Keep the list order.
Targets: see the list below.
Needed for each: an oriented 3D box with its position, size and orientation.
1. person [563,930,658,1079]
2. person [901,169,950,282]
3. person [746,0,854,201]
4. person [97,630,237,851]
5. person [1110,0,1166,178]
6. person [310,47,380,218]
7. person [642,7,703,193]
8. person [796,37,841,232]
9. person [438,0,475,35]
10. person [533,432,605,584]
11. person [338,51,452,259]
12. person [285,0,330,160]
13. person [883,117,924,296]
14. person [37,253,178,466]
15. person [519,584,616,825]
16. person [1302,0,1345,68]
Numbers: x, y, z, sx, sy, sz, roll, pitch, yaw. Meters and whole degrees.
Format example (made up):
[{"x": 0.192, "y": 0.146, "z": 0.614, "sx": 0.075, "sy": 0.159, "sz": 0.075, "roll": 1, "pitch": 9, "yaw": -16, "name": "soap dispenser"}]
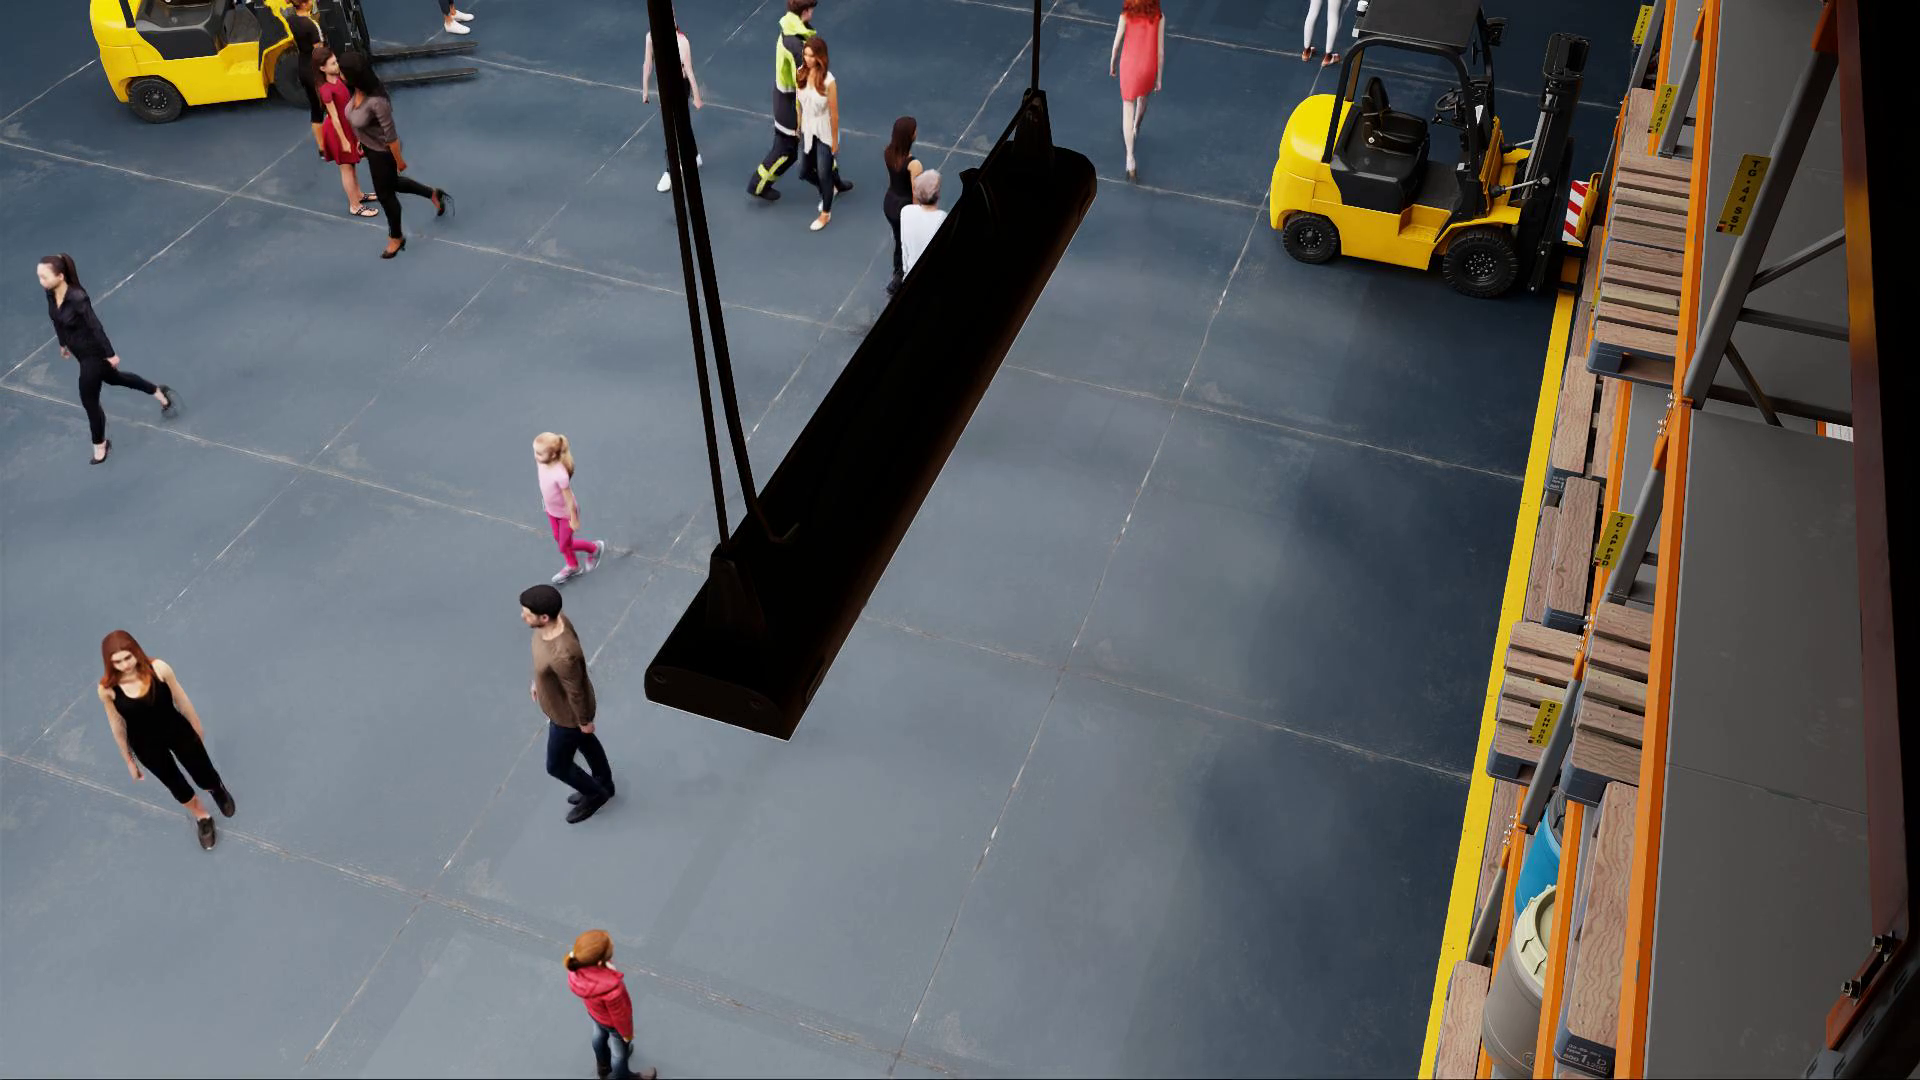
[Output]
[{"x": -1.810, "y": 2.415, "z": 8.500, "sx": 0.617, "sy": 1.314, "sz": 0.590, "roll": -32, "pitch": 52, "yaw": -29, "name": "person"}, {"x": -0.247, "y": -1.921, "z": 12.649, "sx": 0.727, "sy": 1.871, "sz": 1.103, "roll": 18, "pitch": 47, "yaw": 18, "name": "person"}, {"x": -1.533, "y": -3.810, "z": 14.592, "sx": 1.208, "sy": 1.925, "sz": 1.296, "roll": -5, "pitch": 44, "yaw": -5, "name": "person"}, {"x": -4.599, "y": 1.093, "z": 9.597, "sx": 0.737, "sy": 1.716, "sz": 0.797, "roll": -17, "pitch": 46, "yaw": -18, "name": "person"}, {"x": 1.602, "y": -4.154, "z": 15.061, "sx": 0.857, "sy": 1.777, "sz": 1.188, "roll": 2, "pitch": 44, "yaw": 2, "name": "person"}, {"x": -5.456, "y": -3.613, "z": 14.655, "sx": 0.720, "sy": 1.553, "sz": 0.657, "roll": -5, "pitch": 44, "yaw": -5, "name": "person"}, {"x": -2.510, "y": -4.057, "z": 14.998, "sx": 0.785, "sy": 1.722, "sz": 0.952, "roll": 25, "pitch": 49, "yaw": 24, "name": "person"}, {"x": -1.177, "y": -3.553, "z": 14.430, "sx": 0.681, "sy": 1.777, "sz": 0.737, "roll": 25, "pitch": 49, "yaw": 24, "name": "person"}, {"x": -5.357, "y": -6.149, "z": 17.132, "sx": 0.723, "sy": 1.808, "sz": 0.573, "roll": -2, "pitch": 44, "yaw": -3, "name": "person"}, {"x": -2.668, "y": -0.239, "z": 11.323, "sx": 0.721, "sy": 1.264, "sz": 0.631, "roll": -33, "pitch": 53, "yaw": -30, "name": "person"}, {"x": -4.840, "y": -3.334, "z": 14.174, "sx": 1.130, "sy": 1.813, "sz": 0.998, "roll": -31, "pitch": 52, "yaw": -28, "name": "person"}, {"x": -5.937, "y": -4.232, "z": 15.233, "sx": 0.766, "sy": 1.652, "sz": 0.721, "roll": 25, "pitch": 49, "yaw": 24, "name": "person"}, {"x": -0.507, "y": -2.640, "z": 13.543, "sx": 0.727, "sy": 1.678, "sz": 0.798, "roll": 34, "pitch": 53, "yaw": 30, "name": "person"}, {"x": -6.334, "y": -1.400, "z": 12.242, "sx": 0.767, "sy": 1.676, "sz": 1.126, "roll": 25, "pitch": 49, "yaw": 24, "name": "person"}, {"x": -2.204, "y": 0.913, "z": 9.670, "sx": 0.821, "sy": 1.876, "sz": 0.747, "roll": -15, "pitch": 46, "yaw": -15, "name": "person"}, {"x": 3.698, "y": -5.598, "z": 16.617, "sx": 0.640, "sy": 1.721, "sz": 0.603, "roll": 25, "pitch": 49, "yaw": 24, "name": "person"}]
